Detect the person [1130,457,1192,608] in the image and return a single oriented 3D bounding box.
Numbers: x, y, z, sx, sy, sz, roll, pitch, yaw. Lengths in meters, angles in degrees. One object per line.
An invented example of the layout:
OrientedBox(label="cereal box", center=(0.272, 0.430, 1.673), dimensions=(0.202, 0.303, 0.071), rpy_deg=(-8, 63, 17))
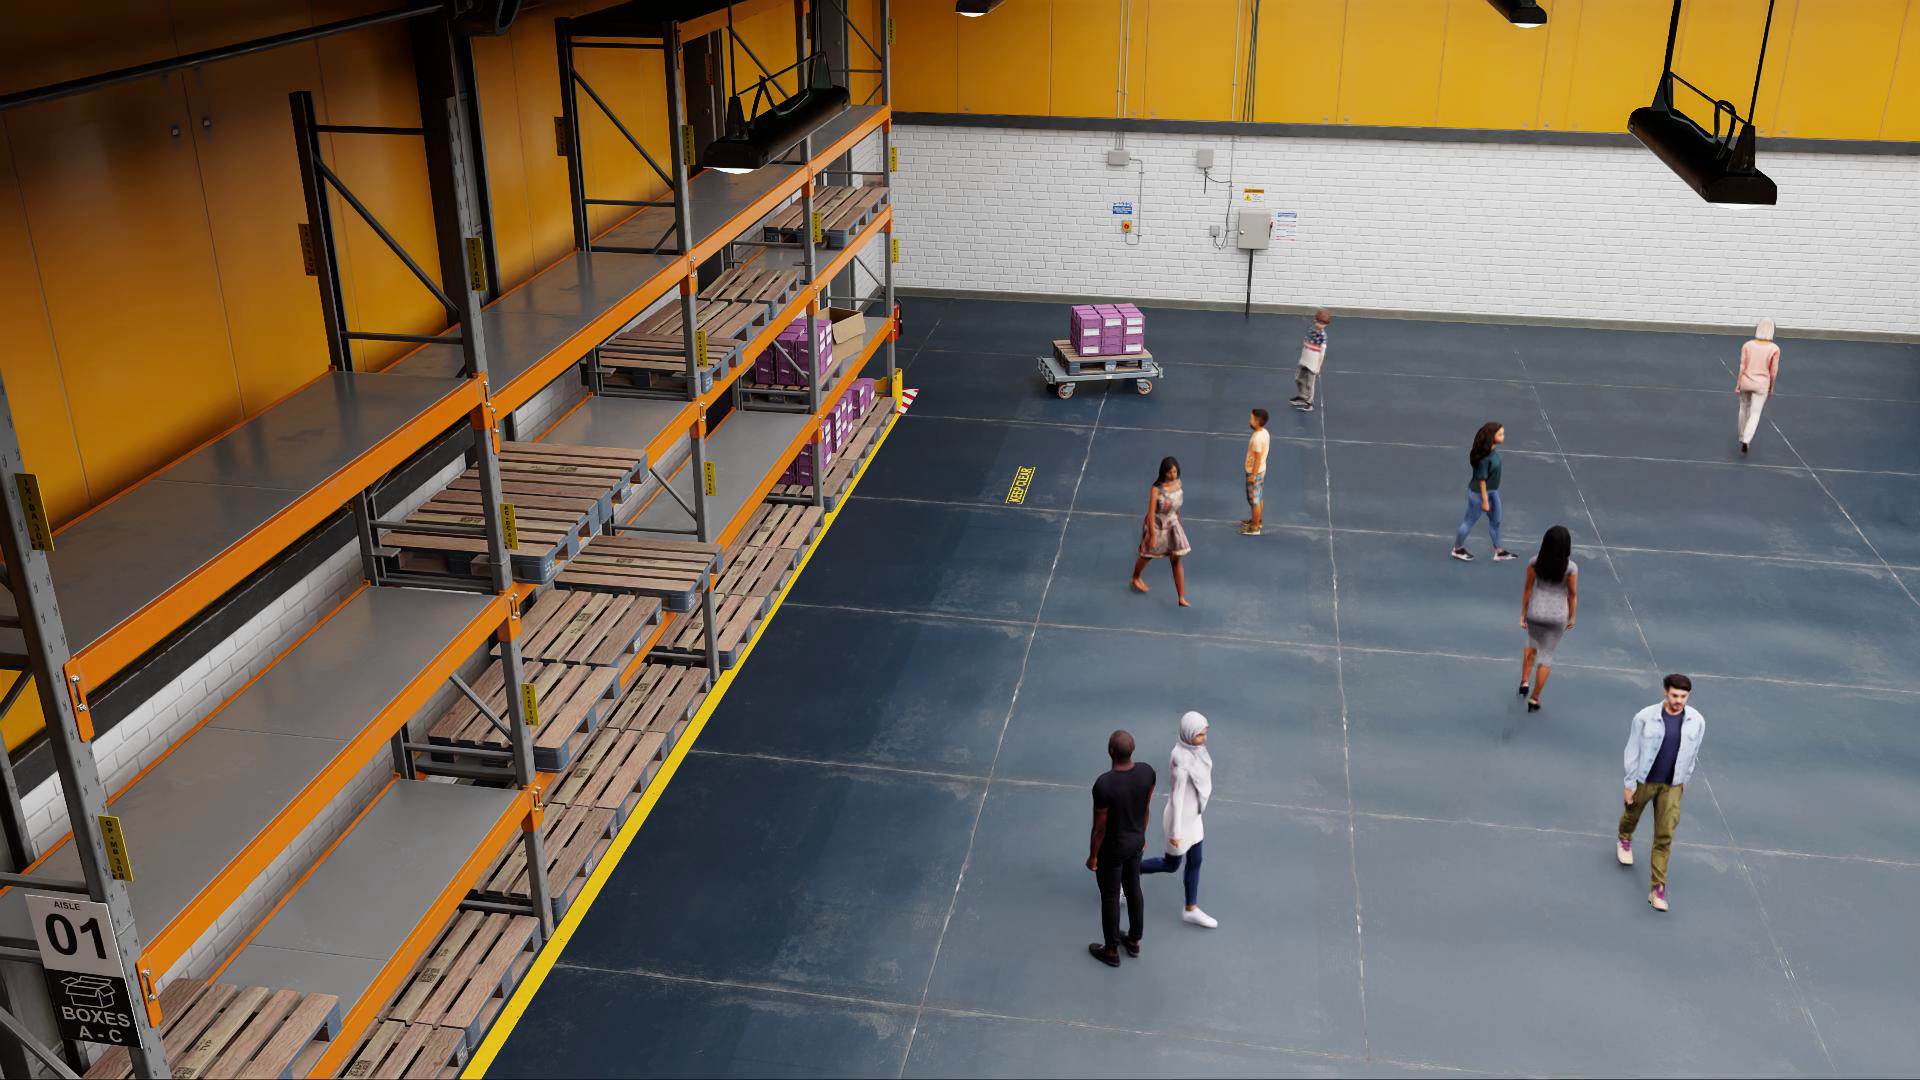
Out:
OrientedBox(label="person", center=(2.023, -0.131, 17.071), dimensions=(1.081, 1.602, 1.197), rpy_deg=(-16, 28, -32))

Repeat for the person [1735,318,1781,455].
OrientedBox(label="person", center=(10.068, -1.938, 21.086), dimensions=(0.861, 1.697, 1.166), rpy_deg=(13, 27, 28))

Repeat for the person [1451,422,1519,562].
OrientedBox(label="person", center=(5.559, -0.520, 17.972), dimensions=(0.864, 1.592, 0.943), rpy_deg=(14, 27, 28))

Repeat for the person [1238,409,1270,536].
OrientedBox(label="person", center=(3.340, -0.781, 18.734), dimensions=(0.614, 1.461, 0.451), rpy_deg=(8, 25, 17))

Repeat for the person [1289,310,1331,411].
OrientedBox(label="person", center=(4.763, -2.454, 22.625), dimensions=(0.788, 1.409, 0.738), rpy_deg=(-10, 26, -22))

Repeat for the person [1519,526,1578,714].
OrientedBox(label="person", center=(5.221, 0.746, 14.857), dimensions=(0.714, 1.769, 0.759), rpy_deg=(15, 28, 30))

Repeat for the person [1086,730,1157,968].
OrientedBox(label="person", center=(1.115, 2.141, 11.603), dimensions=(0.732, 1.819, 0.778), rpy_deg=(-14, 27, -29))

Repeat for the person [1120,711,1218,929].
OrientedBox(label="person", center=(1.530, 1.993, 12.025), dimensions=(0.892, 1.751, 1.044), rpy_deg=(12, 26, 25))

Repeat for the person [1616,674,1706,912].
OrientedBox(label="person", center=(5.190, 1.784, 12.490), dimensions=(0.706, 1.762, 1.191), rpy_deg=(5, 24, 11))
